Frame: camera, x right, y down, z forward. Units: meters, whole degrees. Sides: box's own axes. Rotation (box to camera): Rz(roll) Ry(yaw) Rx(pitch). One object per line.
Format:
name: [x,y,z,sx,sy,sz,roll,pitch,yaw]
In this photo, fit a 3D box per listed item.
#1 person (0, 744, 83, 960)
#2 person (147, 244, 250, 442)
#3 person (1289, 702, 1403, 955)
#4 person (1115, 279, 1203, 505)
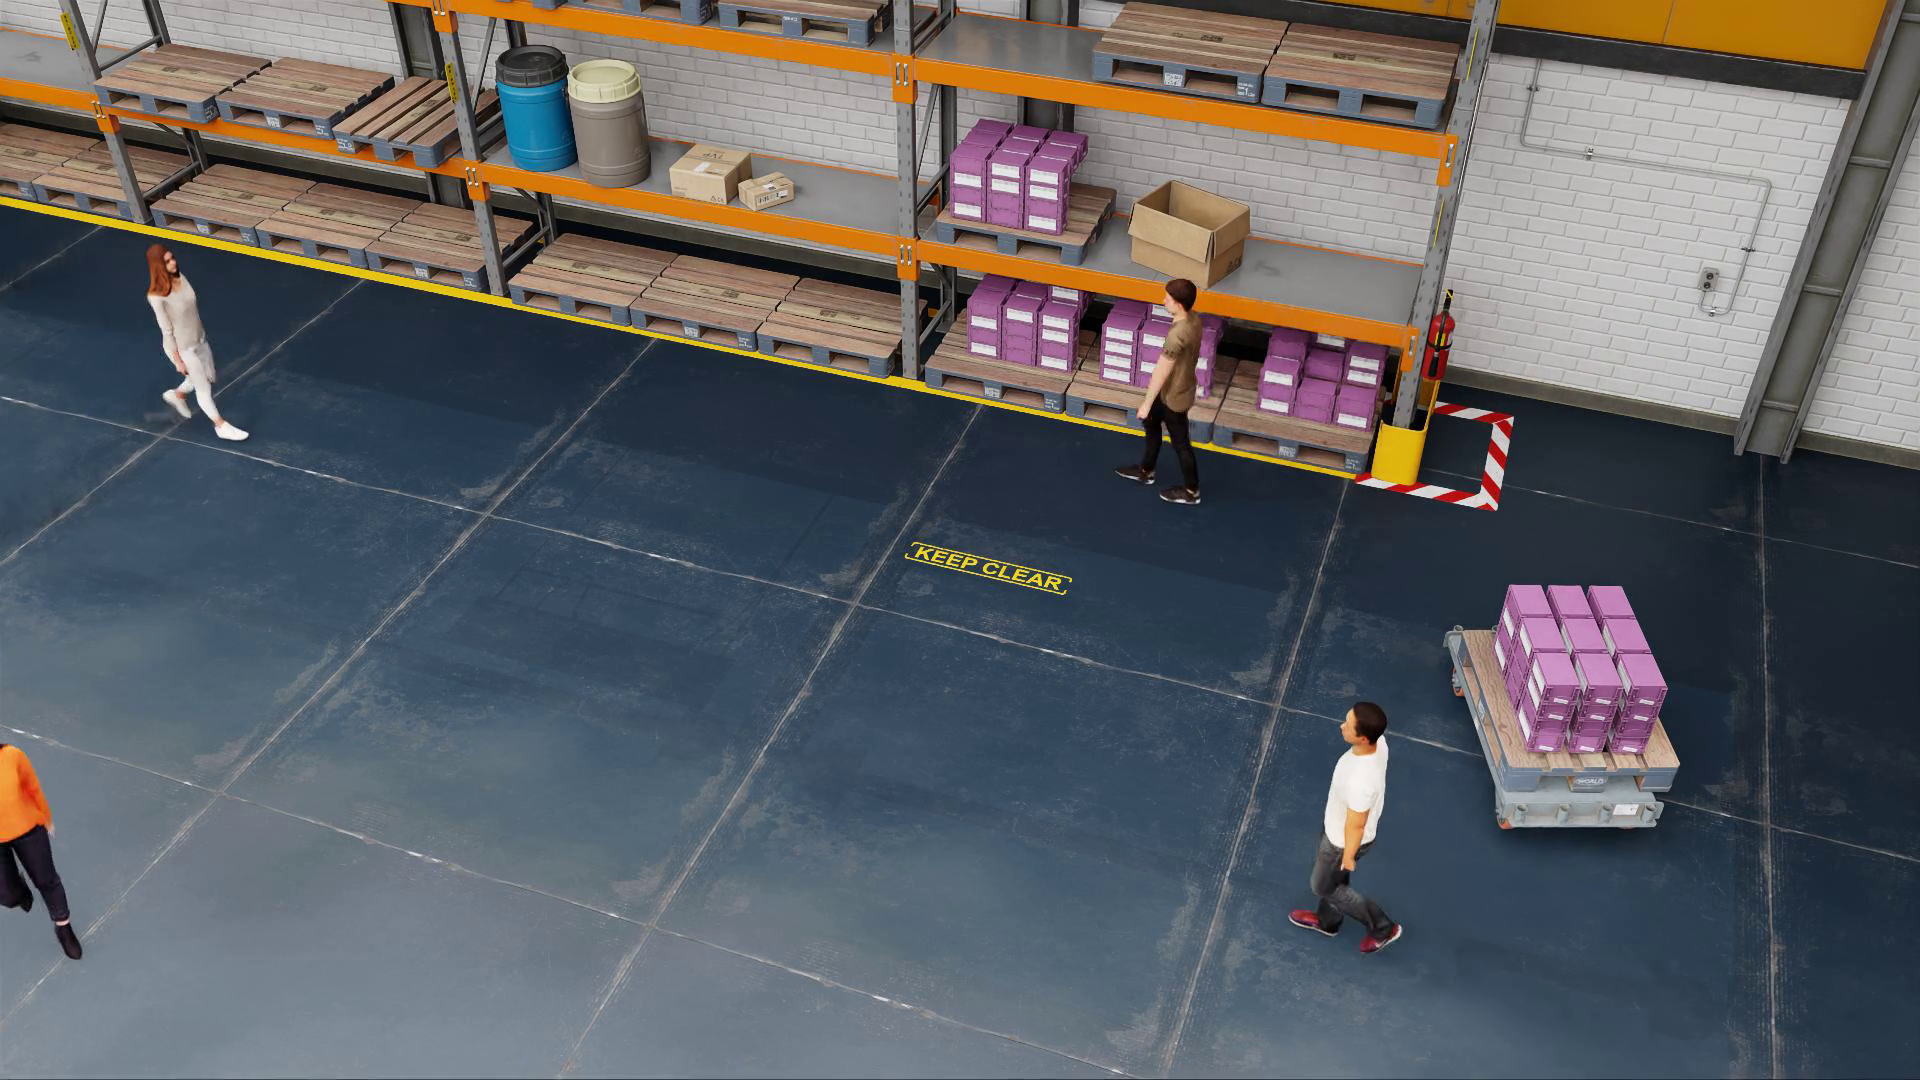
person: [-5.129,1.555,8.913,0.838,1.735,0.954,-29,47,-31]
person: [-6.011,-1.506,12.777,0.973,1.696,0.682,7,39,9]
person: [2.164,1.565,8.859,0.827,1.787,0.638,13,41,16]
person: [1.660,-1.038,12.087,0.937,1.826,0.719,8,39,10]
